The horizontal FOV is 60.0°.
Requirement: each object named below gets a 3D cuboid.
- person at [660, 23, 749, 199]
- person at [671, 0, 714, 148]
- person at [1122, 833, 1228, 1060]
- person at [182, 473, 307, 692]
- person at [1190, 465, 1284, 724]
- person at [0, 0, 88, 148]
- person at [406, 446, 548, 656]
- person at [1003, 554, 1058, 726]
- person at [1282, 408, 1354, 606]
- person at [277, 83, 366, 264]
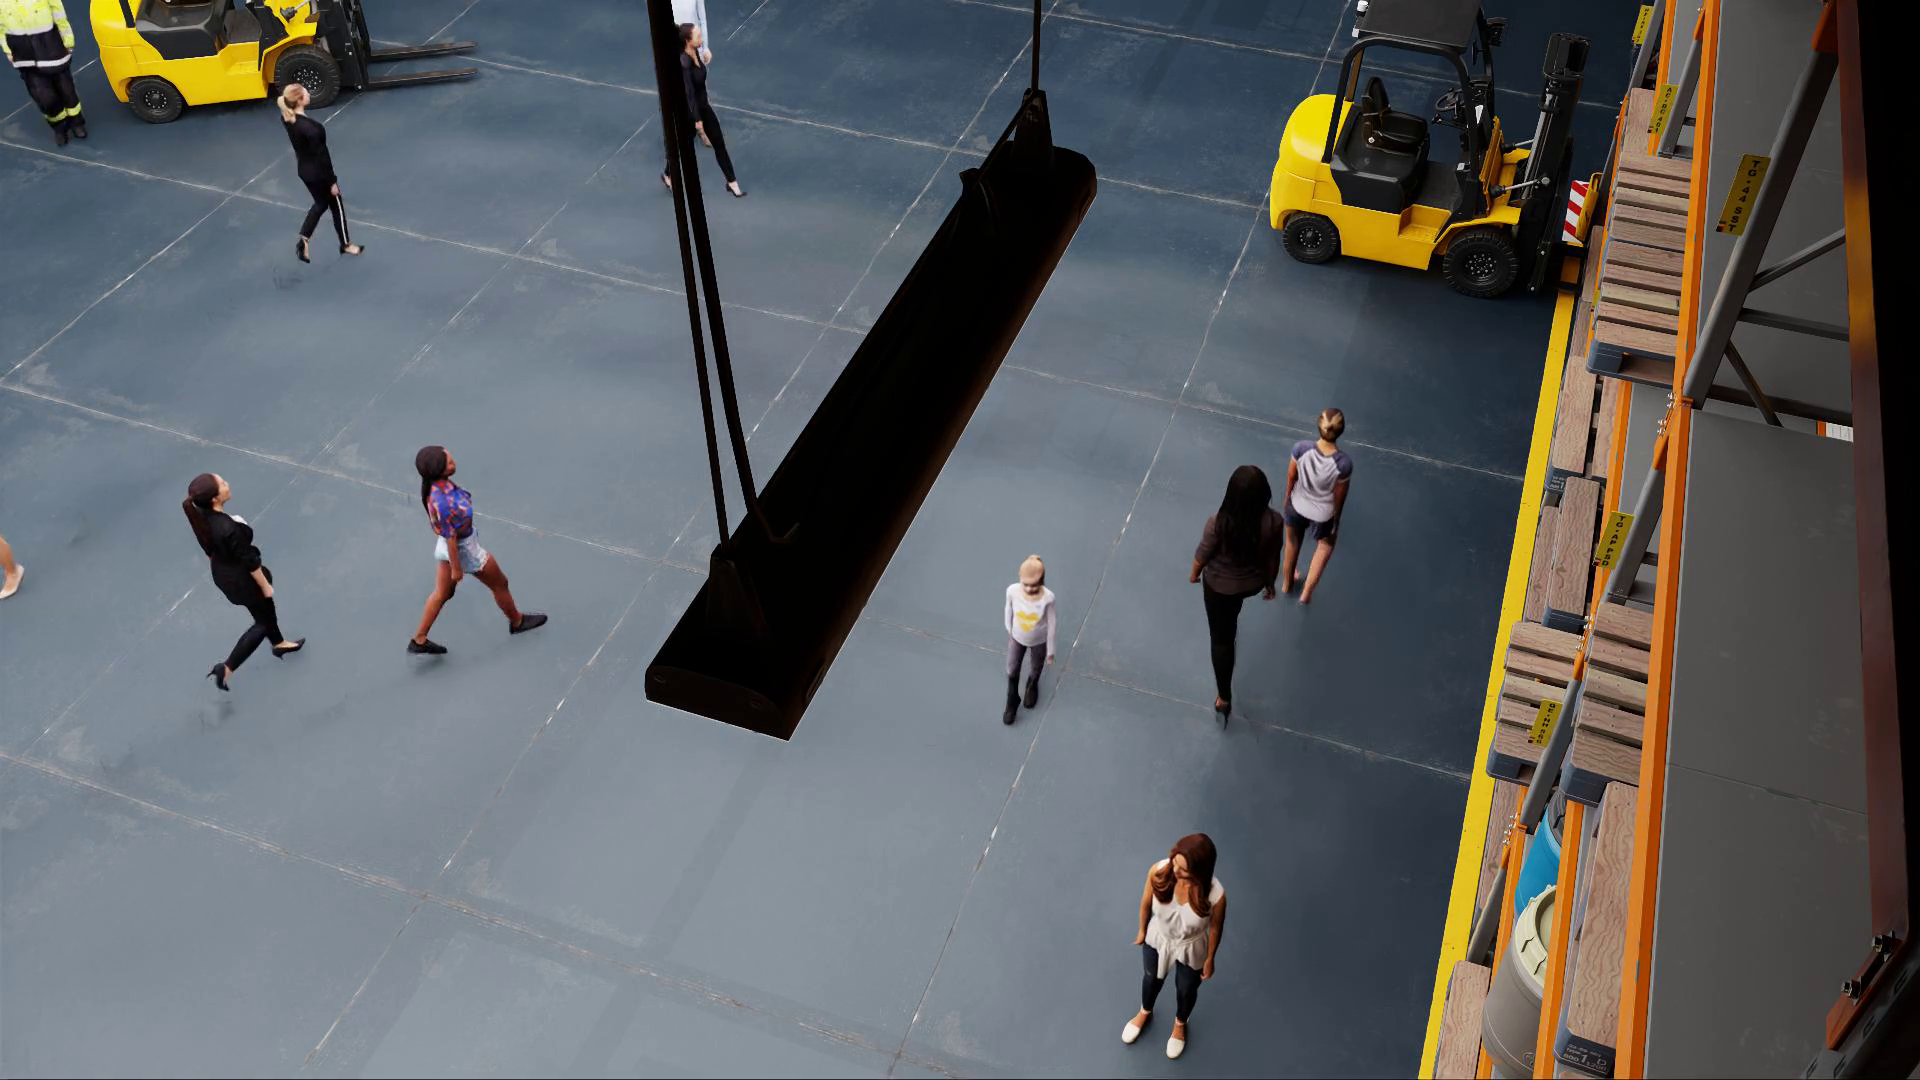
[{"bbox_3d":[-2.420,-3.757,14.720,0.750,1.672,1.031,8,44,8],"label":"person"},{"bbox_3d":[-2.565,-4.513,15.353,0.752,1.893,0.784,-12,45,-13],"label":"person"},{"bbox_3d":[1.123,2.056,8.536,0.603,1.785,0.552,20,47,19],"label":"person"},{"bbox_3d":[-4.589,0.306,10.477,0.784,1.641,1.005,28,50,26],"label":"person"},{"bbox_3d":[1.715,0.368,10.311,1.043,1.782,1.274,-6,44,-7],"label":"person"},{"bbox_3d":[-8.585,-4.659,15.459,0.913,1.959,0.988,-22,48,-21],"label":"person"},{"bbox_3d":[-3.292,0.121,10.638,1.180,1.688,1.097,-20,47,-20],"label":"person"},{"bbox_3d":[0.455,0.560,10.482,0.546,1.266,0.656,7,44,7],"label":"person"},{"bbox_3d":[2.315,-0.166,10.994,0.581,1.611,0.668,17,46,17],"label":"person"},{"bbox_3d":[-5.443,-3.012,13.927,0.761,1.687,0.937,27,50,25],"label":"person"}]
